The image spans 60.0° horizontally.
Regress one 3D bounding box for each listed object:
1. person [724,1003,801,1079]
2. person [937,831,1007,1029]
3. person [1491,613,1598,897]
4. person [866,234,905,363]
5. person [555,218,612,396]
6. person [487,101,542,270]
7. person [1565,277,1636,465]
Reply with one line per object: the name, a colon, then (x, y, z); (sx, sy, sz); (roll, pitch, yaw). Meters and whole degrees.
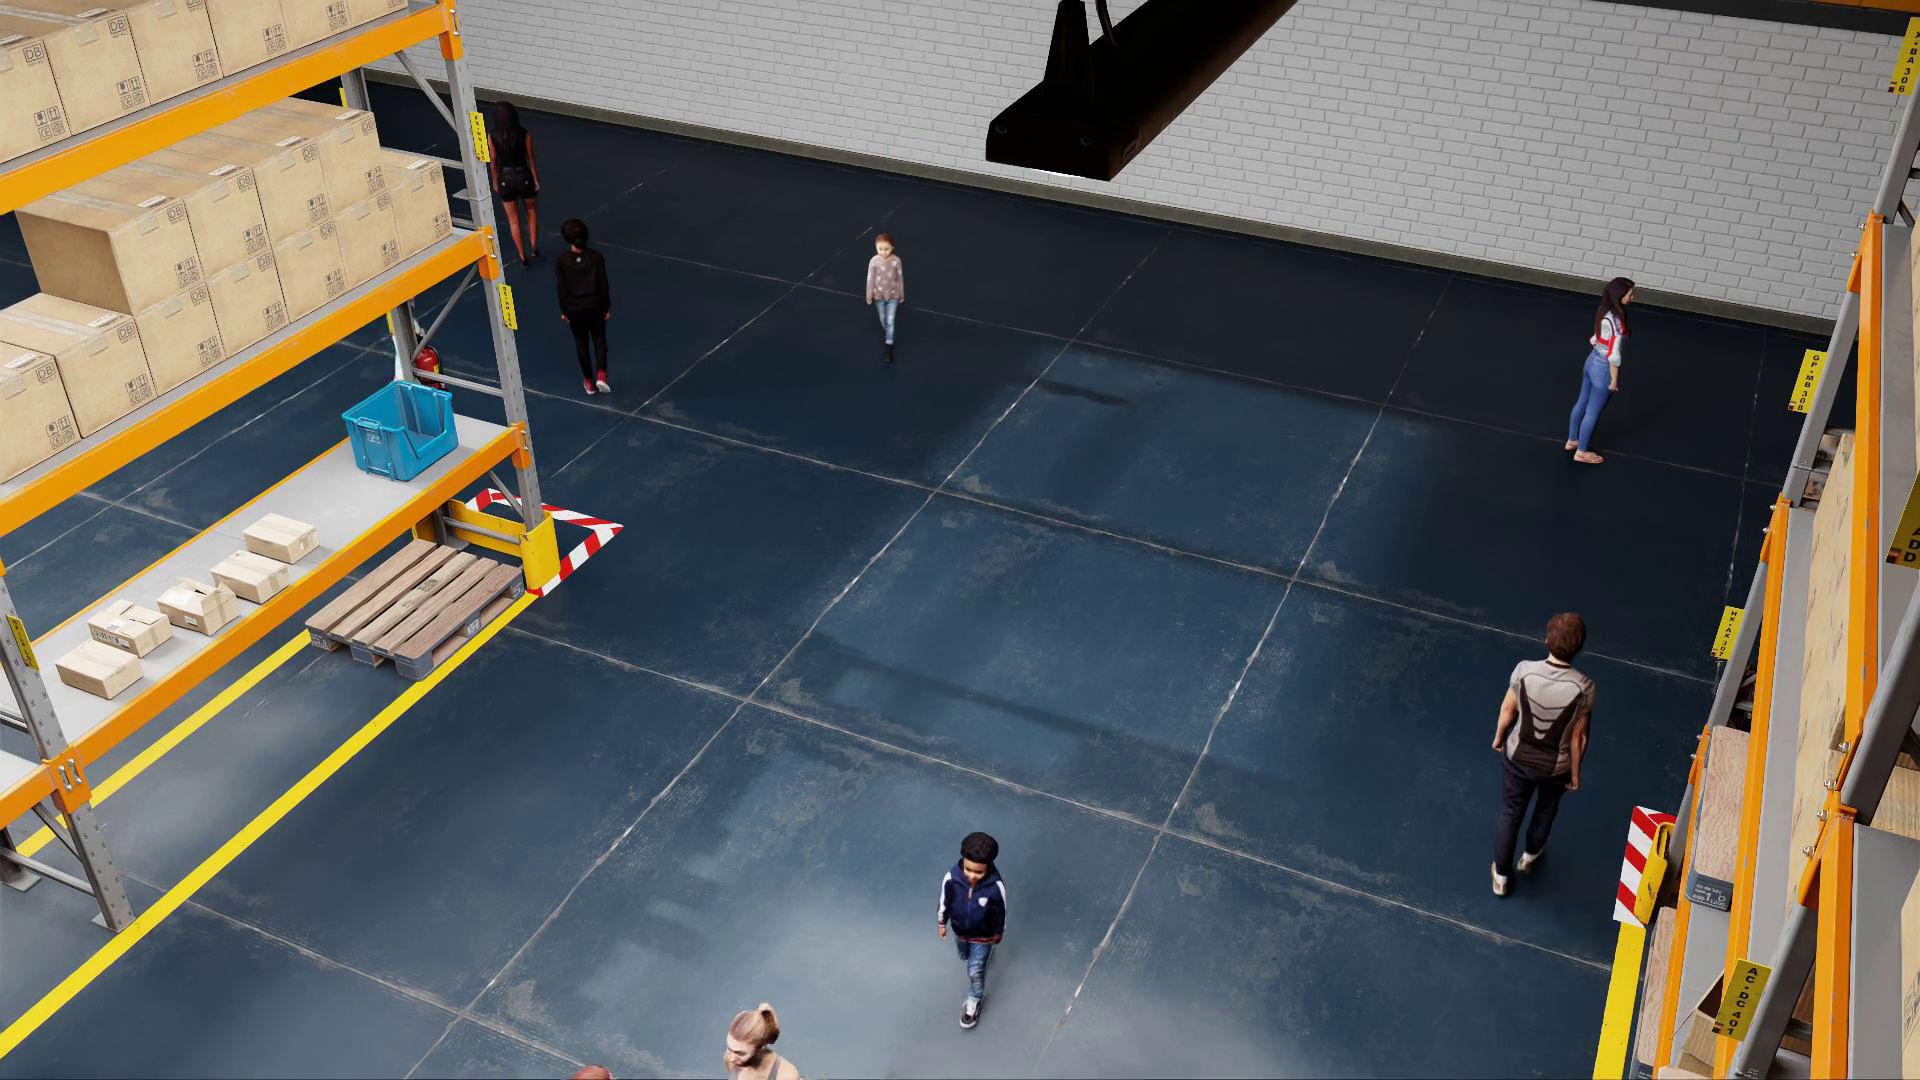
person: (-0.778, 2.667, 7.493); (0.676, 1.688, 0.984); (16, 37, 23)
person: (0.086, 2.016, 8.903); (0.526, 1.211, 0.747); (13, 36, 18)
person: (3.261, 1.281, 9.409); (0.674, 1.875, 0.710); (16, 37, 22)
person: (-0.680, -2.299, 15.429); (0.685, 1.173, 0.892); (2, 34, 3)
person: (-3.265, -1.986, 14.521); (0.842, 1.658, 0.915); (-9, 35, -13)
person: (-4.476, -3.556, 16.816); (0.713, 1.731, 0.772); (-11, 35, -16)
person: (5.276, -1.412, 13.697); (0.716, 1.613, 0.587); (-1, 34, -2)
